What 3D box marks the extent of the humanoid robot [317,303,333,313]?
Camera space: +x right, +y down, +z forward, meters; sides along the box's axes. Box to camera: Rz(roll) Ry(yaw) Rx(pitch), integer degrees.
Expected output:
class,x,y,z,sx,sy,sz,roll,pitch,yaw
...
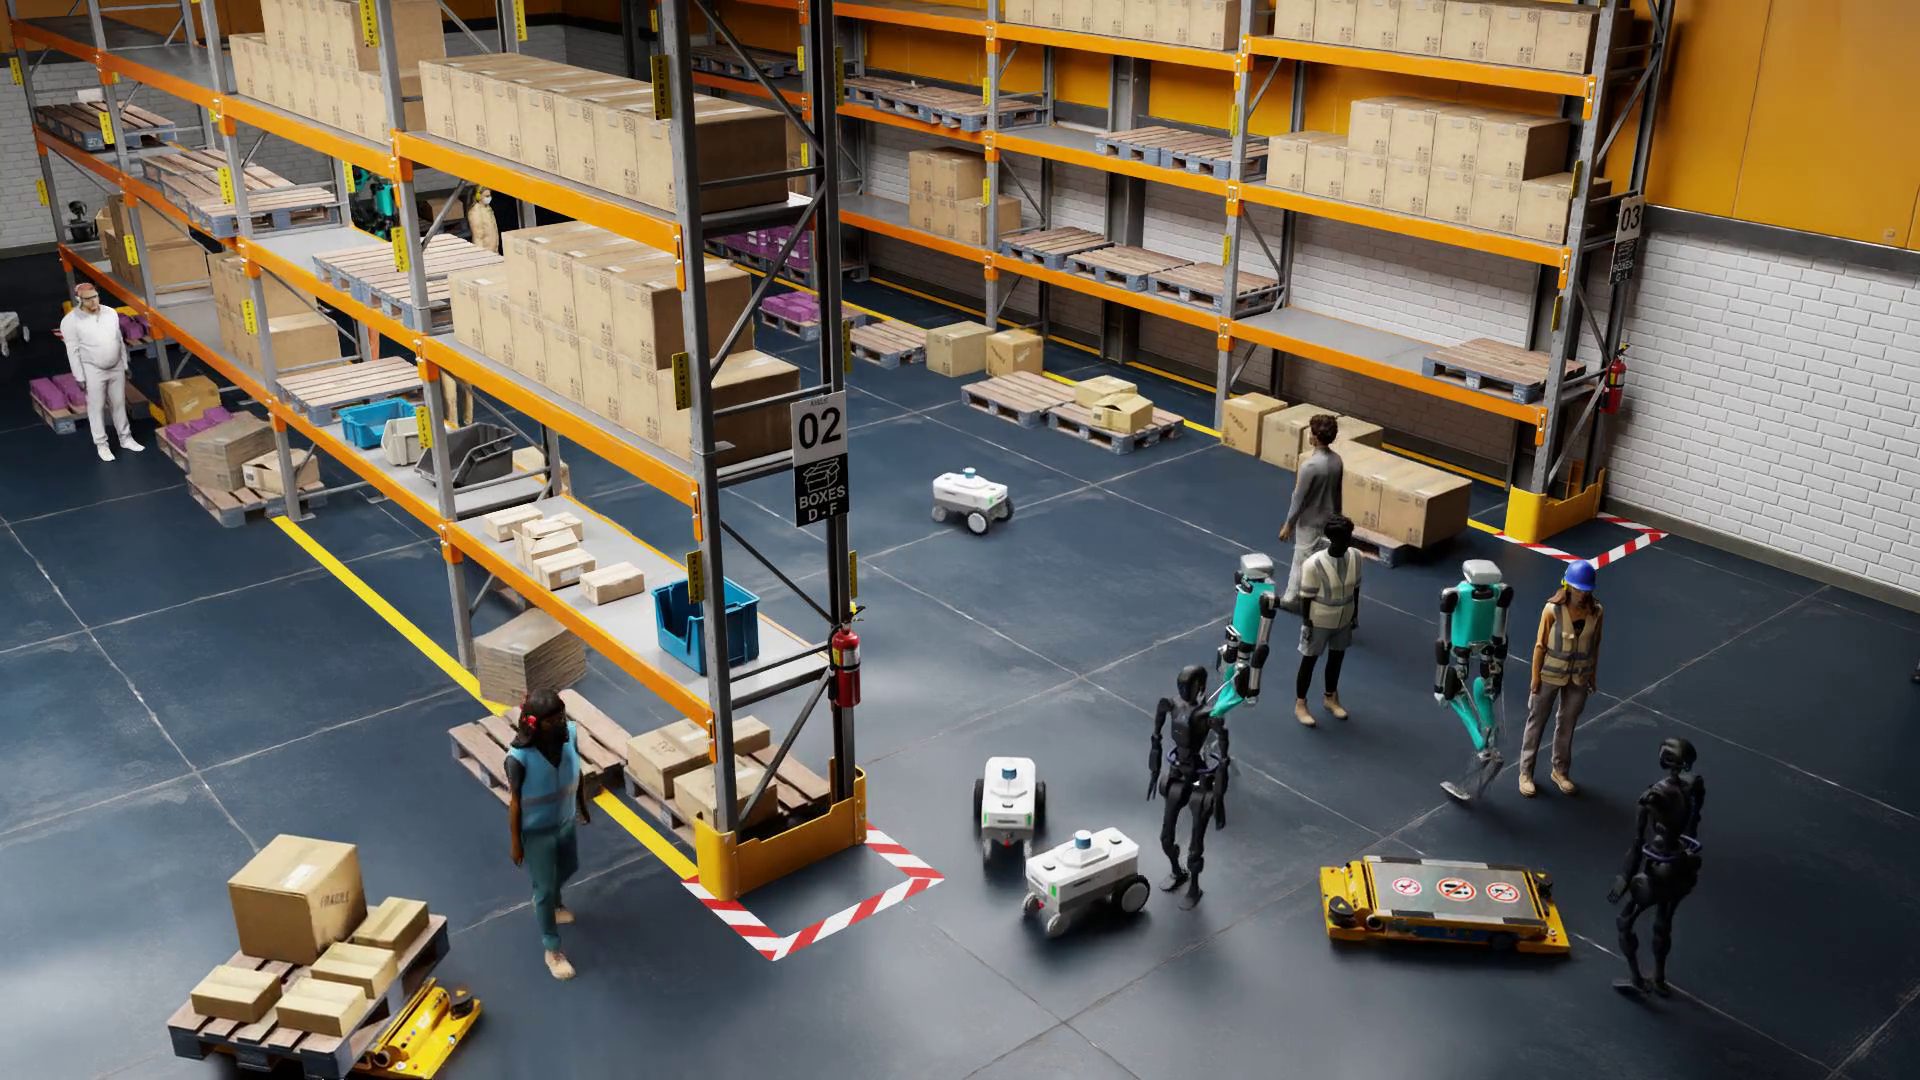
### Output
class,x,y,z,sx,sy,sz,roll,pitch,yaw
humanoid robot,-9.310,-3.953,22.987,0.976,1.768,0.550,-9,25,-20

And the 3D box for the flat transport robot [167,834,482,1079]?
class,x,y,z,sx,sy,sz,roll,pitch,yaw
flat transport robot,-3.515,2.697,9.398,1.431,0.231,0.659,5,24,12

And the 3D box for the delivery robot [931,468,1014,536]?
class,x,y,z,sx,sy,sz,roll,pitch,yaw
delivery robot,0.112,-0.392,16.209,0.814,0.610,0.499,14,27,30

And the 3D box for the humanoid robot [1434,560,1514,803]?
class,x,y,z,sx,sy,sz,roll,pitch,yaw
humanoid robot,3.561,1.077,11.342,0.535,1.831,0.724,-6,24,-13

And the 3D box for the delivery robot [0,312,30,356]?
class,x,y,z,sx,sy,sz,roll,pitch,yaw
delivery robot,-12.472,-2.719,21.569,0.499,0.587,0.787,-4,24,-10

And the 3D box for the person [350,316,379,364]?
class,x,y,z,sx,sy,sz,roll,pitch,yaw
person,-7.176,-2.726,20.079,0.495,1.759,0.335,14,27,29

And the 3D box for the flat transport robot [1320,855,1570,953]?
class,x,y,z,sx,sy,sz,roll,pitch,yaw
flat transport robot,3.004,2.271,10.384,1.431,0.231,0.659,3,24,6

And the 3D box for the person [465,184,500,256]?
class,x,y,z,sx,sy,sz,roll,pitch,yaw
person,-6.498,-3.944,22.755,0.408,1.876,0.554,3,24,7

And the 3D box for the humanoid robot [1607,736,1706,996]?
class,x,y,z,sx,sy,sz,roll,pitch,yaw
humanoid robot,4.004,1.883,9.506,0.601,1.647,0.324,-12,26,-26

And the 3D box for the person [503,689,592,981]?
class,x,y,z,sx,sy,sz,roll,pitch,yaw
person,-2.476,1.647,9.856,0.676,1.843,0.572,19,30,38

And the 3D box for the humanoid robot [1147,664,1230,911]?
class,x,y,z,sx,sy,sz,roll,pitch,yaw
humanoid robot,1.432,1.521,10.358,0.587,1.651,0.326,17,29,35

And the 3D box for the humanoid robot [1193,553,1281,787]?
class,x,y,z,sx,sy,sz,roll,pitch,yaw
humanoid robot,1.781,0.977,11.574,0.774,1.802,0.536,-6,24,-14

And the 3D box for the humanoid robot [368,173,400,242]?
class,x,y,z,sx,sy,sz,roll,pitch,yaw
humanoid robot,-8.336,-4.349,23.828,0.541,1.764,0.686,14,27,30

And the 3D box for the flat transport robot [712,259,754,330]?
class,x,y,z,sx,sy,sz,roll,pitch,yaw
flat transport robot,-3.537,-2.825,22.184,1.431,0.231,0.659,4,24,10

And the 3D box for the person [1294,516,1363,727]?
class,x,y,z,sx,sy,sz,roll,pitch,yaw
person,2.768,0.595,12.477,0.535,1.689,0.319,-10,25,-22

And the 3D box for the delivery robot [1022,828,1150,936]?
class,x,y,z,sx,sy,sz,roll,pitch,yaw
delivery robot,0.781,2.102,10.435,0.814,0.611,0.499,-15,27,-30

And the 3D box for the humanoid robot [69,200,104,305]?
class,x,y,z,sx,sy,sz,roll,pitch,yaw
humanoid robot,-11.927,-3.795,22.657,0.610,1.638,0.448,19,30,37

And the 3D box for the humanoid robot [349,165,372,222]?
class,x,y,z,sx,sy,sz,roll,pitch,yaw
humanoid robot,-10.293,-6.203,28.214,0.848,1.802,0.542,3,24,7

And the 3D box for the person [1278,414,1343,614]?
class,x,y,z,sx,sy,sz,roll,pitch,yaw
person,3.018,-0.144,13.967,0.546,1.869,0.853,-21,31,-40

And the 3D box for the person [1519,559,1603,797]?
class,x,y,z,sx,sy,sz,roll,pitch,yaw
person,4.183,0.954,11.531,0.462,1.778,0.305,-2,23,-4

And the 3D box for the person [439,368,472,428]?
class,x,y,z,sx,sy,sz,roll,pitch,yaw
person,-5.515,-1.900,18.215,0.581,1.710,0.849,-7,24,-16

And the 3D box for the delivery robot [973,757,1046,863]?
class,x,y,z,sx,sy,sz,roll,pitch,yaw
delivery robot,0.330,1.771,11.196,0.499,0.606,0.796,1,23,3

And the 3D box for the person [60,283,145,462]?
class,x,y,z,sx,sy,sz,roll,pitch,yaw
person,-9.159,-1.808,17.767,0.406,1.905,0.650,13,26,27

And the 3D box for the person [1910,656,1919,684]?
class,x,y,z,sx,sy,sz,roll,pitch,yaw
person,7.817,0.263,12.952,0.546,1.926,0.388,13,27,28
